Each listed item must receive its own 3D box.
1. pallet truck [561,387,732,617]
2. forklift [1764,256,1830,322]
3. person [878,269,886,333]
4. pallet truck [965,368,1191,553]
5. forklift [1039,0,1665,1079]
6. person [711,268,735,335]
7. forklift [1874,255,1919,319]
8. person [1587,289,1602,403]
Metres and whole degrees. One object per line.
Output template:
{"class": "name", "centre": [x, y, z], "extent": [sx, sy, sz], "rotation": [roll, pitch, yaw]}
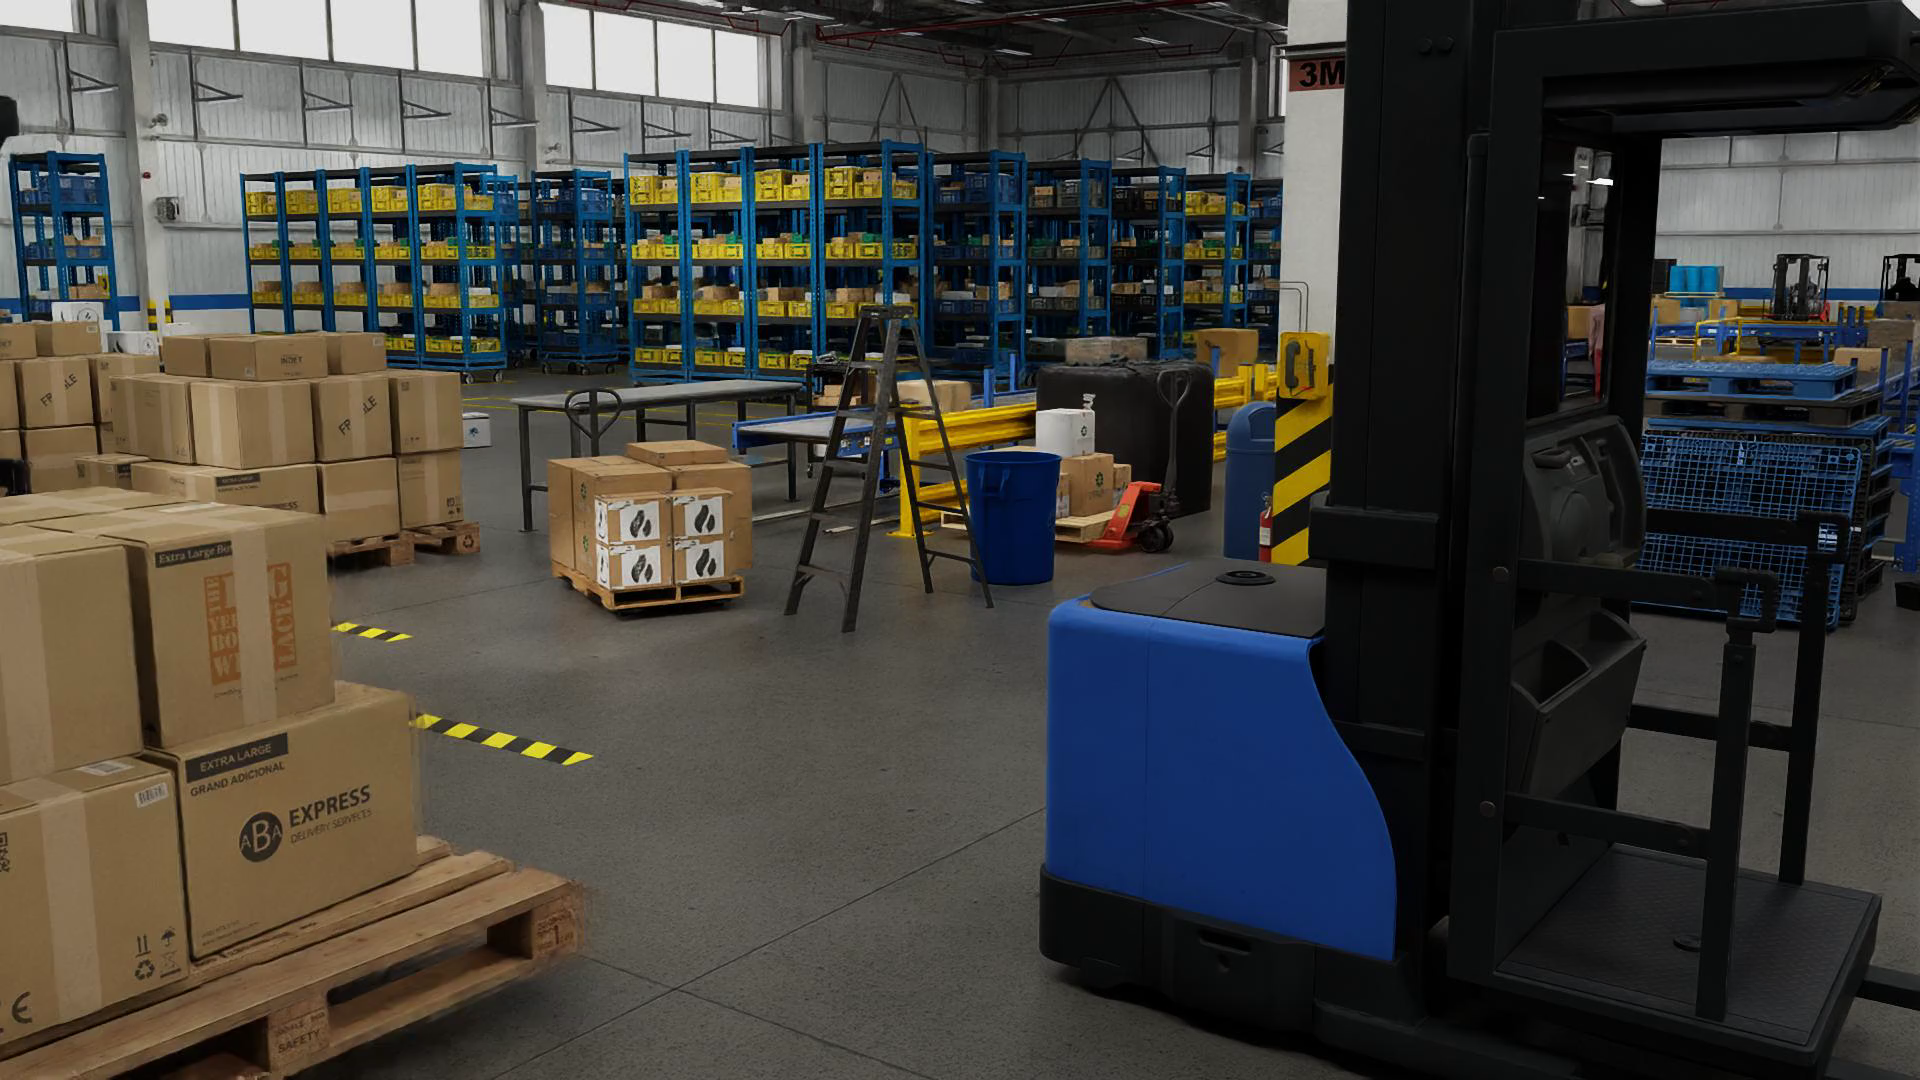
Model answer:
{"class": "pallet truck", "centre": [-1.981, -0.274, 10.088], "extent": [0.680, 1.201, 1.601], "rotation": [-5, 11, -28]}
{"class": "forklift", "centre": [20.253, -5.854, 40.139], "extent": [1.157, 1.987, 2.680], "rotation": [7, 12, 35]}
{"class": "person", "centre": [-1.725, -5.078, 36.898], "extent": [0.404, 1.832, 0.592], "rotation": [6, 11, 32]}
{"class": "pallet truck", "centre": [0.845, -0.609, 11.869], "extent": [1.630, 1.274, 0.653], "rotation": [7, 12, 35]}
{"class": "forklift", "centre": [1.249, -0.137, 4.360], "extent": [1.873, 2.768, 1.129], "rotation": [7, 12, 35]}
{"class": "person", "centre": [-4.101, -3.764, 28.840], "extent": [0.444, 1.910, 0.692], "rotation": [-3, 10, -18]}
{"class": "forklift", "centre": [22.089, -5.634, 38.796], "extent": [1.157, 1.987, 2.680], "rotation": [6, 11, 33]}
{"class": "person", "centre": [9.107, -2.782, 23.428], "extent": [0.533, 1.765, 0.329], "rotation": [4, 11, 25]}
